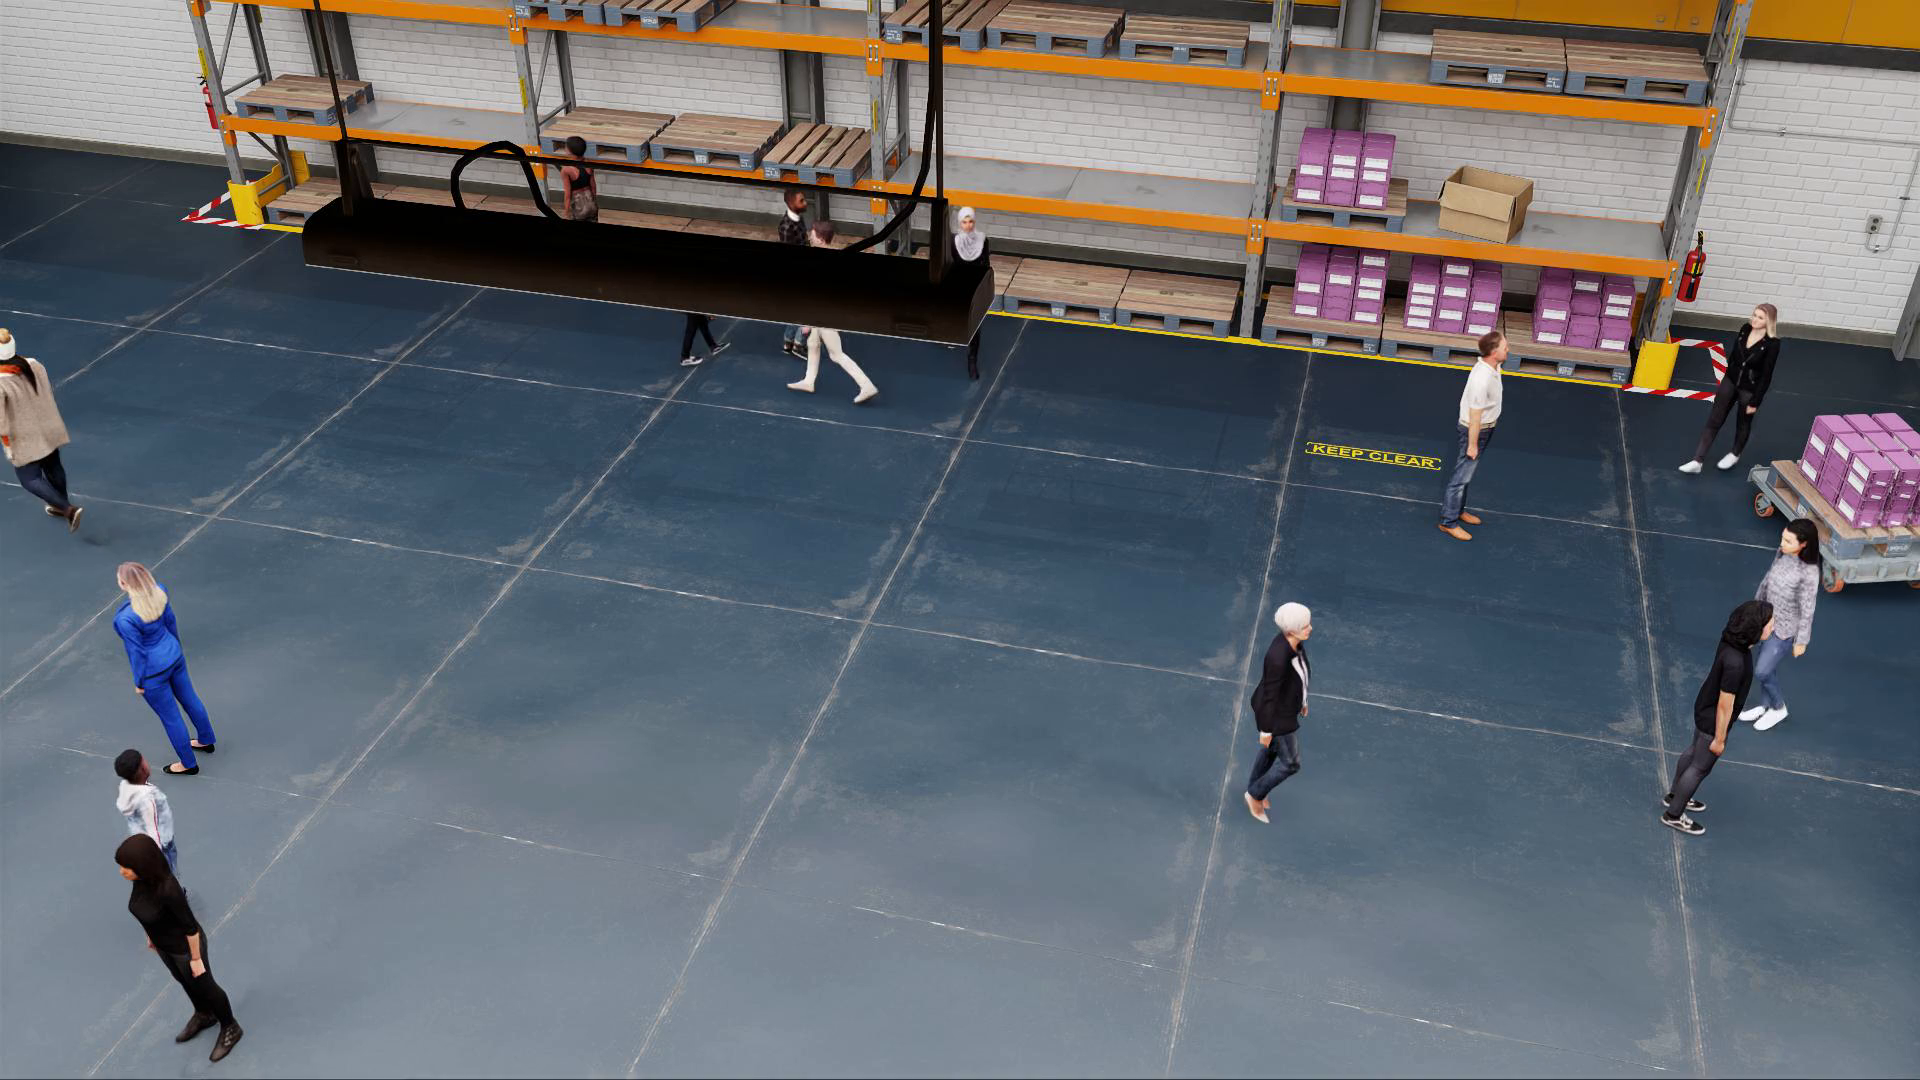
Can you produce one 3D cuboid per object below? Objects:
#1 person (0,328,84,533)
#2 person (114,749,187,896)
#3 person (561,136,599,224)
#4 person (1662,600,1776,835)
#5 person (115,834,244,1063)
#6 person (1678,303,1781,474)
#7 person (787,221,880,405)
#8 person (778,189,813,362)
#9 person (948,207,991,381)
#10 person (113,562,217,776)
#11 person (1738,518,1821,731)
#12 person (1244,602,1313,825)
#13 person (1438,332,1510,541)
[{"bbox_3d":[-7.706,-0.898,13.897,1.005,1.876,0.793,15,36,21],"label":"person"},{"bbox_3d":[-5.008,1.878,10.294,0.759,1.241,0.628,-19,38,-26],"label":"person"},{"bbox_3d":[-4.102,-3.585,18.100,0.680,1.698,0.660,28,43,36],"label":"person"},{"bbox_3d":[4.942,1.131,10.888,0.548,1.827,0.641,11,35,17],"label":"person"},{"bbox_3d":[-4.394,2.258,9.362,0.540,1.640,0.701,19,38,26],"label":"person"},{"bbox_3d":[7.018,-1.347,14.767,1.063,1.661,1.018,-19,38,-26],"label":"person"},{"bbox_3d":[-1.181,-2.114,15.780,1.197,1.816,0.697,6,34,9],"label":"person"},{"bbox_3d":[-1.732,-2.663,16.618,0.696,1.804,0.706,4,34,6],"label":"person"},{"bbox_3d":[0.034,-2.481,16.385,0.988,1.758,0.962,-9,35,-14],"label":"person"},{"bbox_3d":[-5.471,0.867,11.400,0.549,1.700,0.633,6,34,10],"label":"person"},{"bbox_3d":[5.913,0.593,11.800,0.712,1.714,0.725,-3,34,-5],"label":"person"},{"bbox_3d":[2.026,1.160,11.021,0.678,1.764,0.777,13,36,19],"label":"person"},{"bbox_3d":[4.302,-0.914,13.940,0.659,1.856,0.721,18,37,24],"label":"person"}]
